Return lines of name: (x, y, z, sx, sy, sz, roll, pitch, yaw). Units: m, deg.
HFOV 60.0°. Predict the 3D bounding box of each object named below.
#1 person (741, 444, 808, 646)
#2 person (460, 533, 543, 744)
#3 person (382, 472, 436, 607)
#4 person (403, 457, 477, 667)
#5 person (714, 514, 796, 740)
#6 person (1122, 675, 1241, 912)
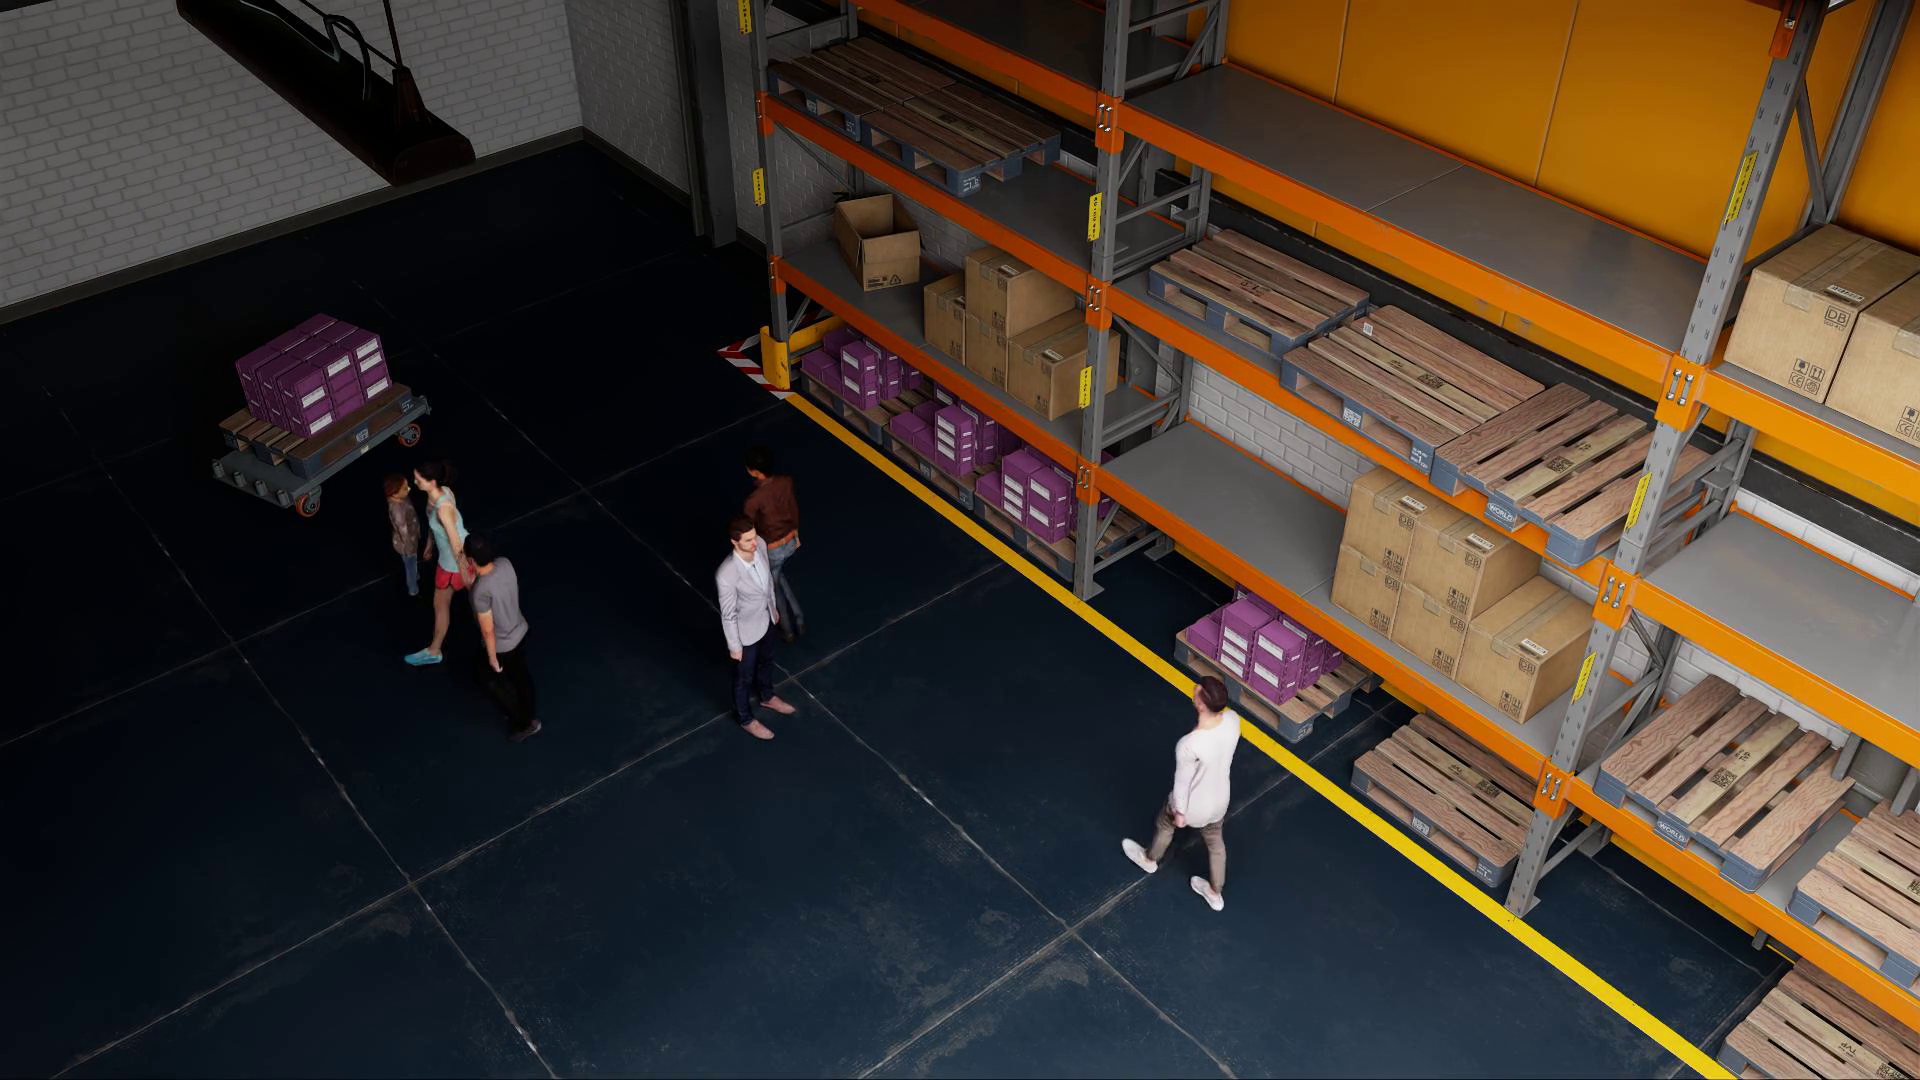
person: (-1.271, 0.100, 11.939, 0.705, 1.760, 0.714, 27, 46, 30)
person: (-3.014, 0.675, 11.237, 0.815, 1.737, 0.767, 9, 40, 11)
person: (-4.181, -0.023, 12.545, 0.601, 1.195, 0.508, -9, 39, -11)
person: (-3.509, 0.135, 11.919, 0.933, 1.730, 1.058, -10, 40, -12)
person: (-1.428, 0.550, 11.302, 0.725, 1.851, 0.755, 19, 42, 22)
person: (1.518, 1.579, 10.044, 0.703, 1.812, 0.975, -24, 45, -27)
